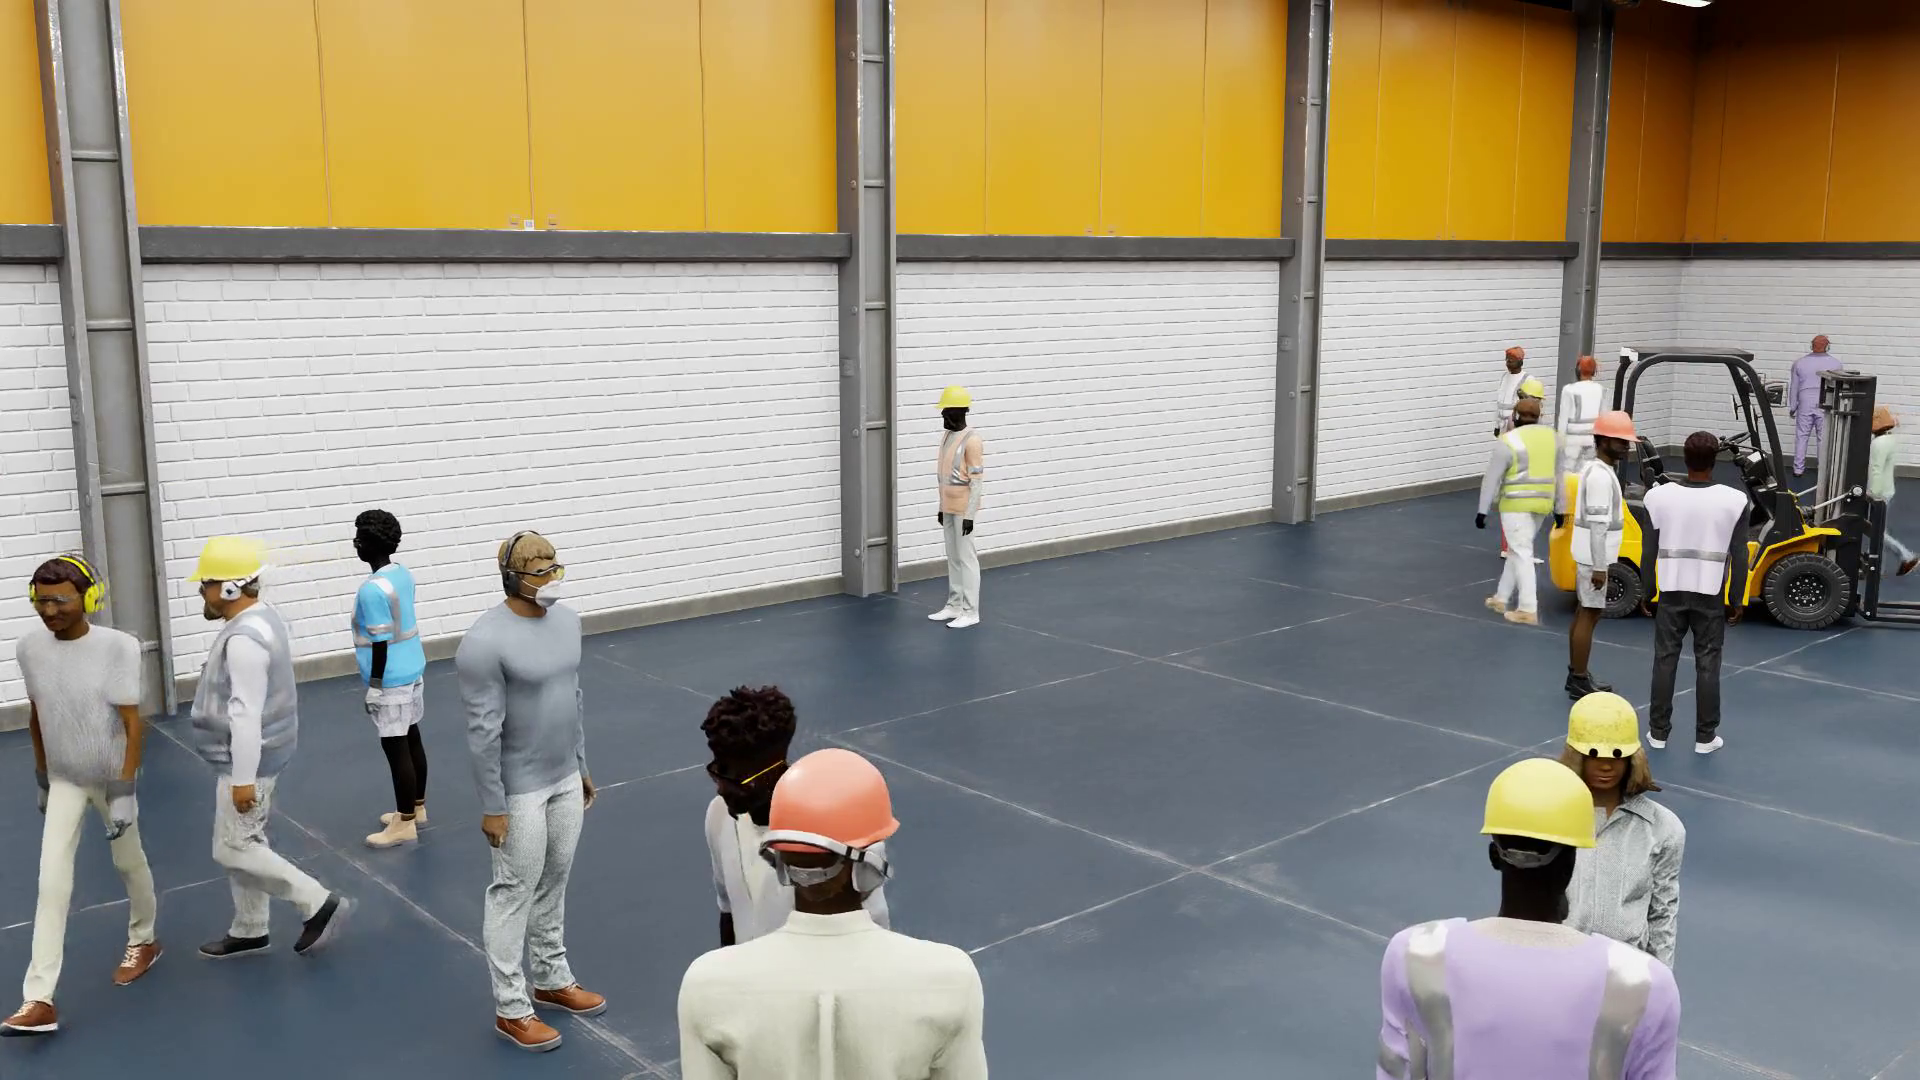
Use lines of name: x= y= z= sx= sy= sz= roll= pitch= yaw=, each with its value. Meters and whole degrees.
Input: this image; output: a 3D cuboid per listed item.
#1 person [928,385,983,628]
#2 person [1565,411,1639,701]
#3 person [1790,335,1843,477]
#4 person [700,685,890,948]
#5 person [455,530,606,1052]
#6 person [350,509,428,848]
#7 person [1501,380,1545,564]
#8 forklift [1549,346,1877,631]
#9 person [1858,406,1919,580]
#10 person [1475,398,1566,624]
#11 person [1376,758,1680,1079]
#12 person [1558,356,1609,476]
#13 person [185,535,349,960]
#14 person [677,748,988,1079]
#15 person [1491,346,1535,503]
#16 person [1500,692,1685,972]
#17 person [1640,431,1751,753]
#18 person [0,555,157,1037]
person: x=-0.021 y=-0.267 z=13.236 sx=0.362 sy=1.928 sz=0.587 roll=-5 pitch=11 yaw=-26
person: x=4.247 y=0.106 z=11.030 sx=0.376 sy=1.934 sz=0.547 roll=3 pitch=10 yaw=17
person: x=11.359 y=-1.766 z=22.074 sx=0.639 sy=1.908 sz=0.409 roll=7 pitch=12 yaw=35
person: x=-0.401 y=1.256 z=4.555 sx=1.181 sy=1.866 sz=0.626 roll=-9 pitch=13 yaw=-43
person: x=-1.597 y=0.919 z=6.258 sx=0.369 sy=1.939 sz=0.631 roll=4 pitch=10 yaw=21
person: x=-2.855 y=0.686 z=8.325 sx=0.322 sy=1.697 sz=0.529 roll=0 pitch=10 yaw=-2
person: x=5.436 y=-0.655 z=15.997 sx=0.319 sy=1.763 sz=0.522 roll=-2 pitch=10 yaw=-13
forklift: x=6.109 y=-0.478 z=13.691 sx=2.313 sy=2.155 sz=1.214 roll=3 pitch=10 yaw=16
person: x=8.326 y=-0.394 z=14.924 sx=0.583 sy=1.608 sz=0.517 roll=4 pitch=11 yaw=25
person: x=4.516 y=-0.251 z=13.516 sx=0.725 sy=1.789 sz=0.790 roll=-4 pitch=10 yaw=-21
person: x=1.167 y=1.403 z=3.493 sx=0.586 sy=1.916 sz=0.391 roll=4 pitch=10 yaw=21
person: x=6.813 y=-1.077 z=18.171 sx=0.591 sy=1.859 sz=0.597 roll=-3 pitch=10 yaw=-16
person: x=-2.913 y=0.875 z=6.881 sx=0.514 sy=1.815 sz=0.606 roll=-3 pitch=10 yaw=-18
person: x=-0.244 y=1.395 z=3.323 sx=0.612 sy=1.990 sz=0.392 roll=0 pitch=10 yaw=-2
person: x=6.531 y=-1.345 z=19.667 sx=0.353 sy=1.887 sz=0.573 roll=-4 pitch=10 yaw=-20
person: x=1.777 y=1.279 z=4.724 sx=0.487 sy=1.744 sz=0.294 roll=1 pitch=10 yaw=8
person: x=4.340 y=0.311 z=9.869 sx=0.591 sy=1.922 sz=0.392 roll=5 pitch=11 yaw=28
person: x=-3.401 y=0.957 z=6.420 sx=0.508 sy=1.805 sz=0.980 roll=-1 pitch=10 yaw=-3
